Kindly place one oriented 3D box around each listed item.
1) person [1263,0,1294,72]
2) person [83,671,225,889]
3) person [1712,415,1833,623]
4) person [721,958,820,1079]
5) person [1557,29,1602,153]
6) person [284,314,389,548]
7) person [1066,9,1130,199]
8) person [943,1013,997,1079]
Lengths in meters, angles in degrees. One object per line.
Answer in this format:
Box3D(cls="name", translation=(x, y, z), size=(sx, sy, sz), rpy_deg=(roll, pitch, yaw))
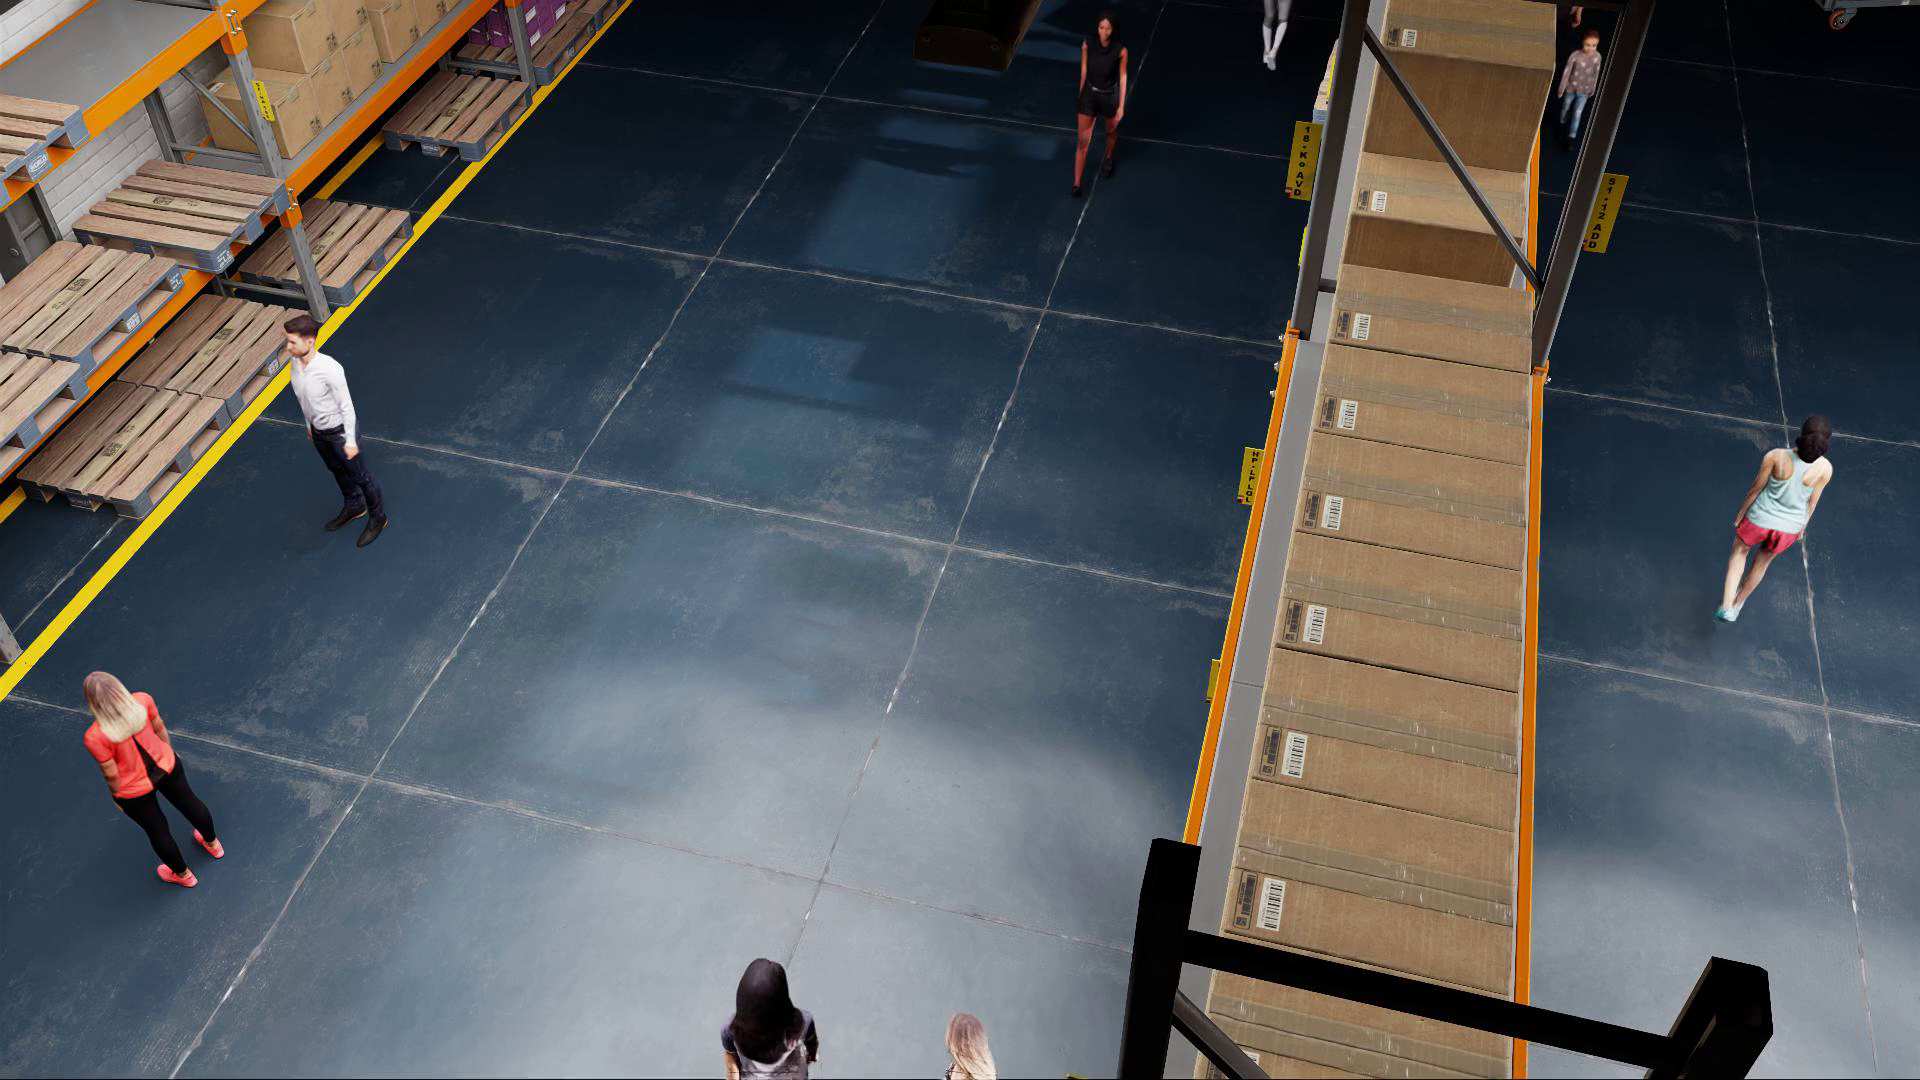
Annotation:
Box3D(cls="person", translation=(3.163, -5.499, 16.631), size=(0.602, 1.689, 0.911), rpy_deg=(15, 46, 15))
Box3D(cls="person", translation=(-4.613, 1.344, 9.444), size=(0.697, 1.694, 0.535), rpy_deg=(20, 47, 20))
Box3D(cls="person", translation=(5.308, -0.058, 10.873), size=(0.686, 1.754, 0.898), rpy_deg=(19, 47, 19))
Box3D(cls="person", translation=(-0.903, 2.681, 8.059), size=(0.849, 1.669, 1.113), rpy_deg=(-5, 44, -5))
Box3D(cls="person", translation=(5.842, -4.299, 15.751), size=(0.502, 1.165, 0.798), rpy_deg=(10, 45, 10))
Box3D(cls="person", translation=(-4.351, -0.792, 11.560), size=(0.693, 1.869, 0.691), rpy_deg=(25, 49, 24))
Box3D(cls="person", translation=(1.313, -4.000, 15.058), size=(0.674, 1.688, 1.167), rpy_deg=(14, 45, 14))
Box3D(cls="person", translation=(0.098, 2.891, 7.834), size=(0.848, 1.675, 0.535), rpy_deg=(-6, 44, -6))
